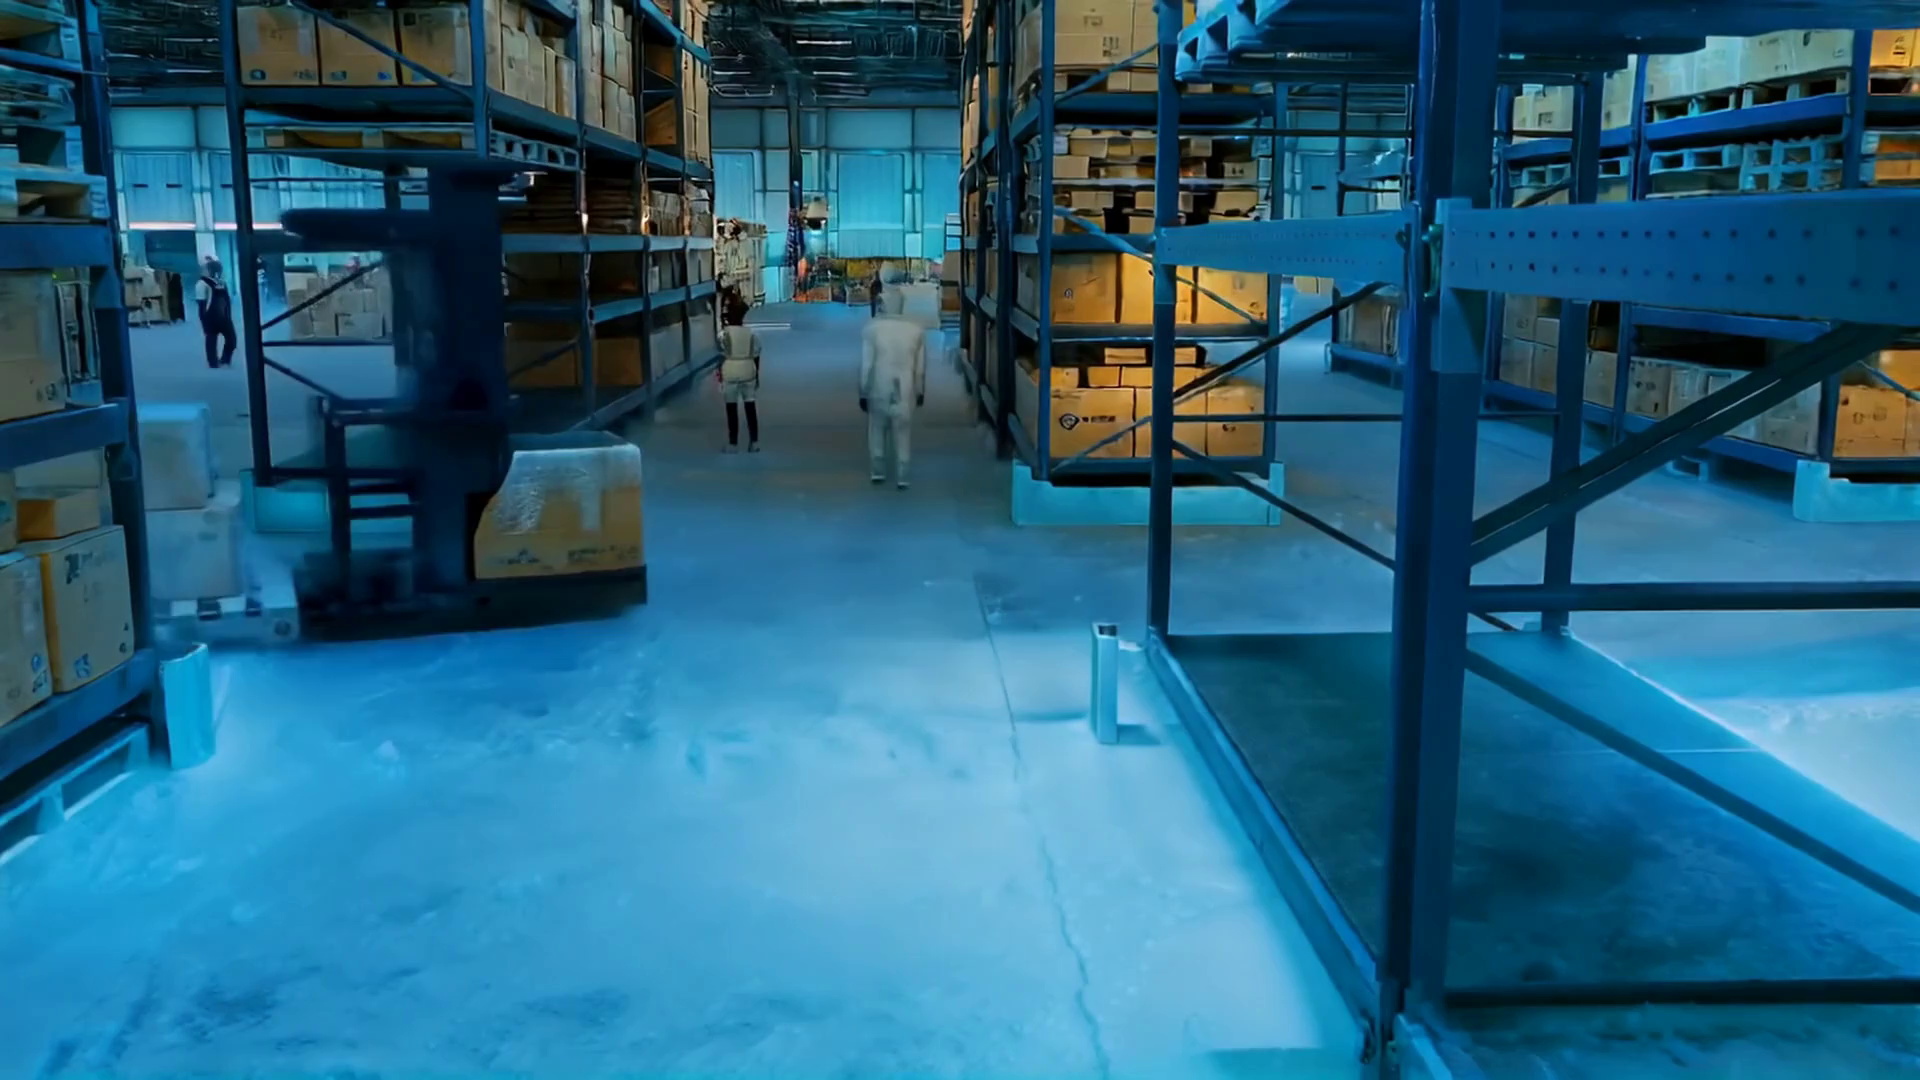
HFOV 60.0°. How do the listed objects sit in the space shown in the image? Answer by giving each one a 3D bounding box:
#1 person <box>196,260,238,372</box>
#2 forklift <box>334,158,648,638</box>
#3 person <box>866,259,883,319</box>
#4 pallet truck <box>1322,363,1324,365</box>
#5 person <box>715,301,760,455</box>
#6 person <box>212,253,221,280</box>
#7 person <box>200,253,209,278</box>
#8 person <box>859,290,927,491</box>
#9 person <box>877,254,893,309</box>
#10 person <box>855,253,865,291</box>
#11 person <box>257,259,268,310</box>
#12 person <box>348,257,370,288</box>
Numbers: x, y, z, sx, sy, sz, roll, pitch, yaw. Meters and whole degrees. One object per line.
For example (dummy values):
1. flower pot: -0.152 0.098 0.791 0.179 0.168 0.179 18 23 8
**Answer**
1. person: -13.307 -4.019 29.847 0.619 2.000 0.700 3 11 19
2. forklift: -3.011 -0.938 10.346 1.873 2.768 1.129 -4 11 -23
3. person: -2.585 -7.589 50.330 0.504 1.827 0.418 -9 14 -42
4. pallet truck: 7.712 -4.157 30.737 1.885 1.965 0.823 3 11 16
5. person: -2.456 -1.791 18.391 0.529 1.697 0.321 -6 12 -30
6. person: -28.054 -9.869 62.854 0.350 1.898 0.717 -10 14 -44
7. person: -26.336 -9.067 58.247 0.401 1.942 0.602 -4 11 -23
8. person: -0.655 -1.435 15.903 0.666 1.877 0.800 -2 10 -10
9. person: -2.614 -8.903 57.415 0.674 1.911 0.644 6 12 29
10. person: -3.776 -9.974 63.344 0.644 1.923 0.567 -7 12 -33
11. person: -24.185 -8.835 57.505 0.487 1.745 0.292 2 10 11
12. person: -18.002 -7.507 49.737 0.992 1.886 0.588 8 13 38
